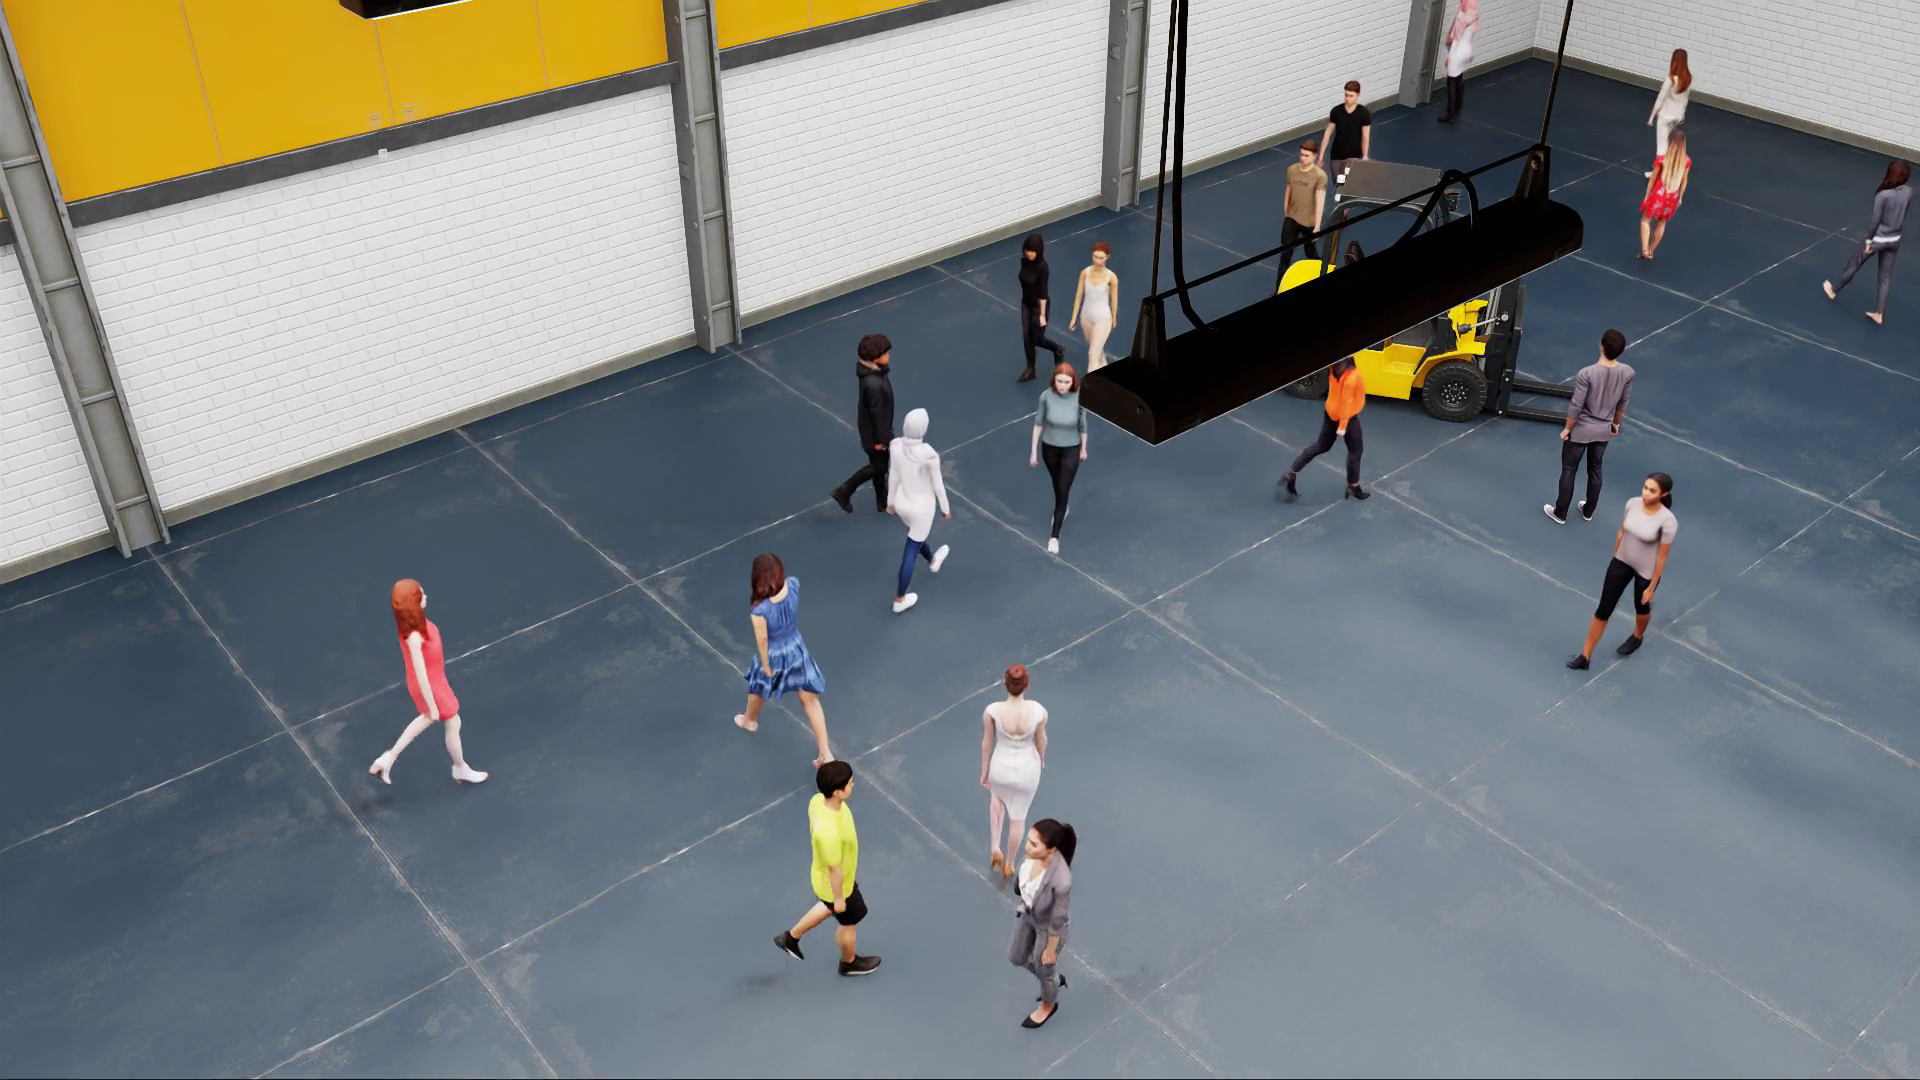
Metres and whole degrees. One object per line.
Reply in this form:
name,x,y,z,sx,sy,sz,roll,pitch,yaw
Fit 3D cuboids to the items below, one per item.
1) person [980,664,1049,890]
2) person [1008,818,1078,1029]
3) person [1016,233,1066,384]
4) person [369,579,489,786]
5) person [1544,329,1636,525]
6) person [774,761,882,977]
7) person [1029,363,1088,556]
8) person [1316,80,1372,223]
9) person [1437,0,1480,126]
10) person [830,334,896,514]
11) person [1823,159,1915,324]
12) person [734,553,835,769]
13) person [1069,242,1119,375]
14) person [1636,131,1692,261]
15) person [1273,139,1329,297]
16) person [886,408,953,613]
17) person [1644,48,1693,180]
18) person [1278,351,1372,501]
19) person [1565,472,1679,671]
person,0.336,1.570,10.661,0.697,1.785,0.754,3,34,4
person,0.568,2.235,9.768,0.696,1.665,0.688,-14,36,-19
person,0.810,-2.358,16.720,0.795,1.618,0.572,-26,41,-33
person,-3.744,1.041,11.438,1.068,1.805,0.784,-14,36,-20
person,5.484,-0.984,14.439,0.683,1.856,0.809,-4,34,-7
person,-0.832,2.038,10.044,0.989,1.689,0.848,-7,34,-10
person,0.878,-0.787,14.292,1.044,1.690,1.211,8,34,12
person,4.667,-4.619,19.929,0.903,1.833,1.132,18,38,25
person,6.982,-6.738,23.166,0.636,1.778,0.861,-27,42,-34
person,-0.815,-0.976,14.510,1.048,1.764,0.898,-6,34,-8
person,9.951,-3.167,17.845,1.119,1.721,1.061,-4,34,-6
person,-1.185,0.907,11.692,0.783,1.747,1.153,28,43,35
person,1.379,-2.208,16.516,0.838,1.595,1.167,17,37,24
person,8.071,-3.900,19.072,0.809,1.583,0.880,7,34,10
person,3.818,-3.515,18.286,0.898,1.811,1.304,22,39,29
person,-0.415,-0.198,13.365,0.800,1.735,1.149,22,39,29
person,9.106,-5.373,21.186,0.591,1.696,0.749,-14,36,-20
person,3.279,-1.078,14.705,1.180,1.719,1.006,-4,34,-6
person,5.240,0.230,12.755,1.119,1.698,0.666,-23,40,-30
